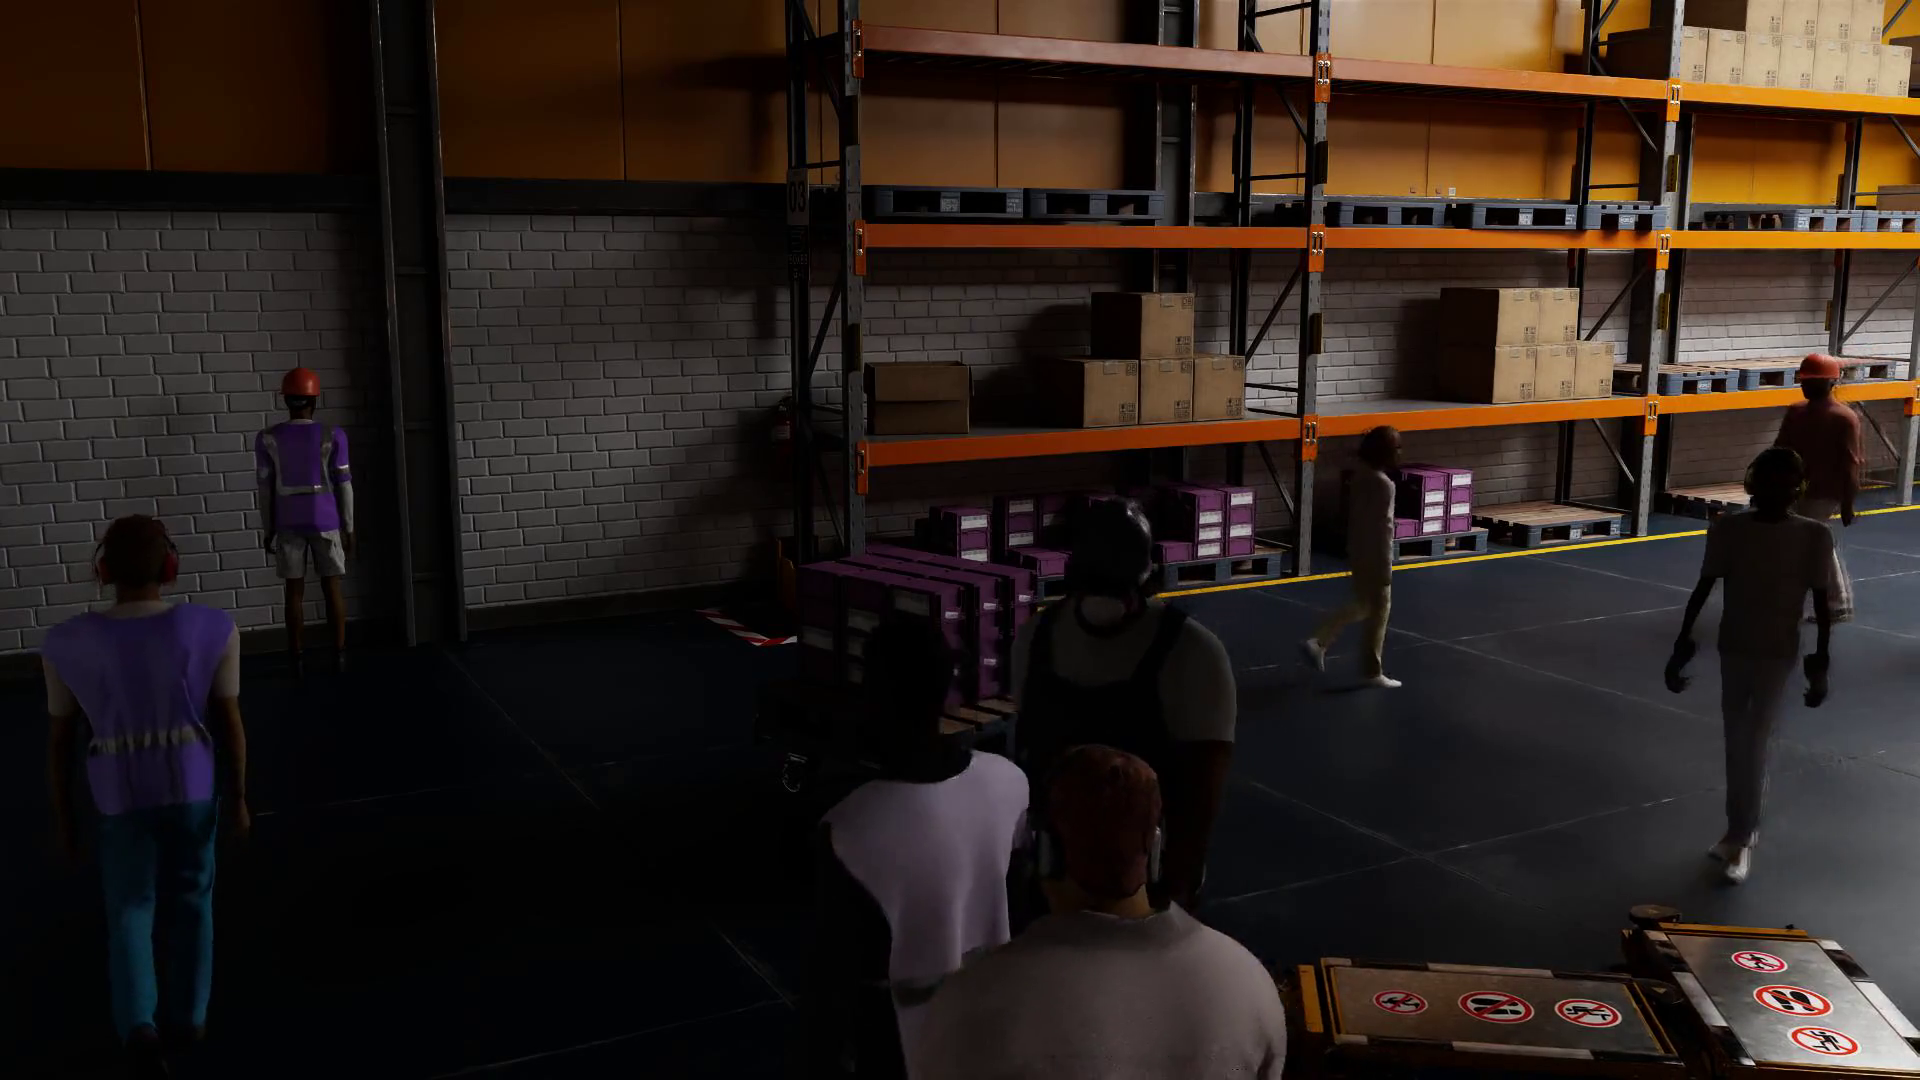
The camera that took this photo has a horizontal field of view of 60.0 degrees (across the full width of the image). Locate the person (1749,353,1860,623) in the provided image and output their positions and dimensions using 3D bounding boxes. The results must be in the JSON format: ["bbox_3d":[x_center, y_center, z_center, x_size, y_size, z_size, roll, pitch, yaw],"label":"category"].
[{"bbox_3d":[5.911,-0.335,11.646,1.041,1.936,0.633,-2,10,-10],"label":"person"}]

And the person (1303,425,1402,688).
[{"bbox_3d":[2.411,0.110,10.014,0.506,1.617,0.521,-2,10,-11],"label":"person"}]

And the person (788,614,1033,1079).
[{"bbox_3d":[-0.081,1.107,3.507,0.461,1.899,0.616,7,12,34],"label":"person"}]

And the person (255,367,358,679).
[{"bbox_3d":[-4.054,-0.105,10.347,0.551,1.935,0.375,-2,10,-14],"label":"person"}]

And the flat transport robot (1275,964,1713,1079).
[{"bbox_3d":[1.640,1.593,5.364,1.431,0.197,0.652,1,10,8],"label":"flat transport robot"}]

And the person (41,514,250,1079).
[{"bbox_3d":[-2.564,0.832,5.291,0.570,1.824,0.766,-5,11,-25],"label":"person"}]

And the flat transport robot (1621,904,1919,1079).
[{"bbox_3d":[2.701,1.571,5.487,0.652,0.197,1.431,1,10,8],"label":"flat transport robot"}]

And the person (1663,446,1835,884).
[{"bbox_3d":[3.329,0.517,7.061,0.724,1.833,0.596,-9,14,-43],"label":"person"}]

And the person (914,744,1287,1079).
[{"bbox_3d":[0.222,1.277,2.584,0.704,1.870,0.761,-5,11,-28],"label":"person"}]
